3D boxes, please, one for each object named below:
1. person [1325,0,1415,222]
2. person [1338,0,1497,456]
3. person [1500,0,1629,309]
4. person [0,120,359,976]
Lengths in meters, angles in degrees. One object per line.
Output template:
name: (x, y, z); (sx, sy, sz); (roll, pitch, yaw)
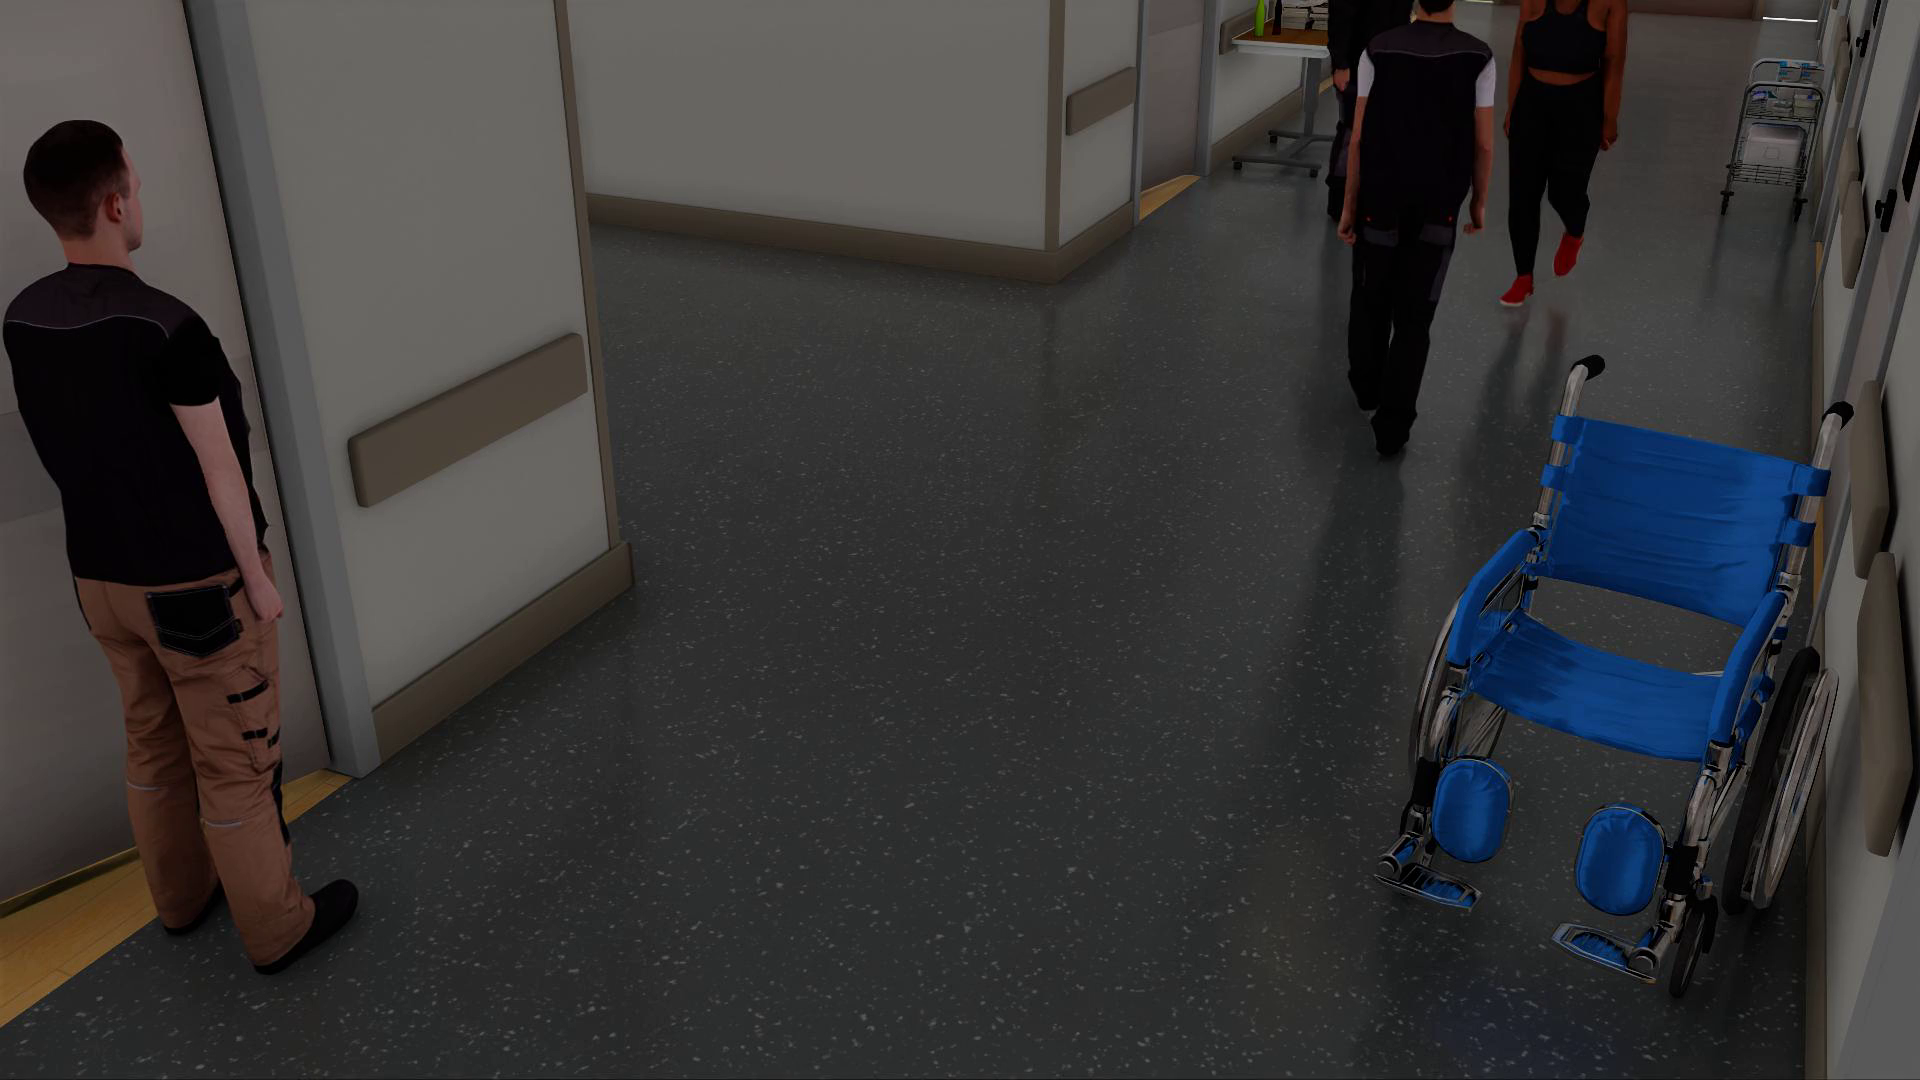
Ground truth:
person: (2.234, -2.667, 9.133); (0.873, 1.822, 0.997); (-23, 34, -39)
person: (1.632, -1.187, 6.060); (0.732, 1.825, 0.954); (8, 27, 17)
person: (2.814, -2.001, 7.794); (0.751, 1.786, 0.924); (17, 30, 31)
person: (-1.656, 0.062, 3.453); (0.657, 1.840, 0.560); (11, 28, 22)
